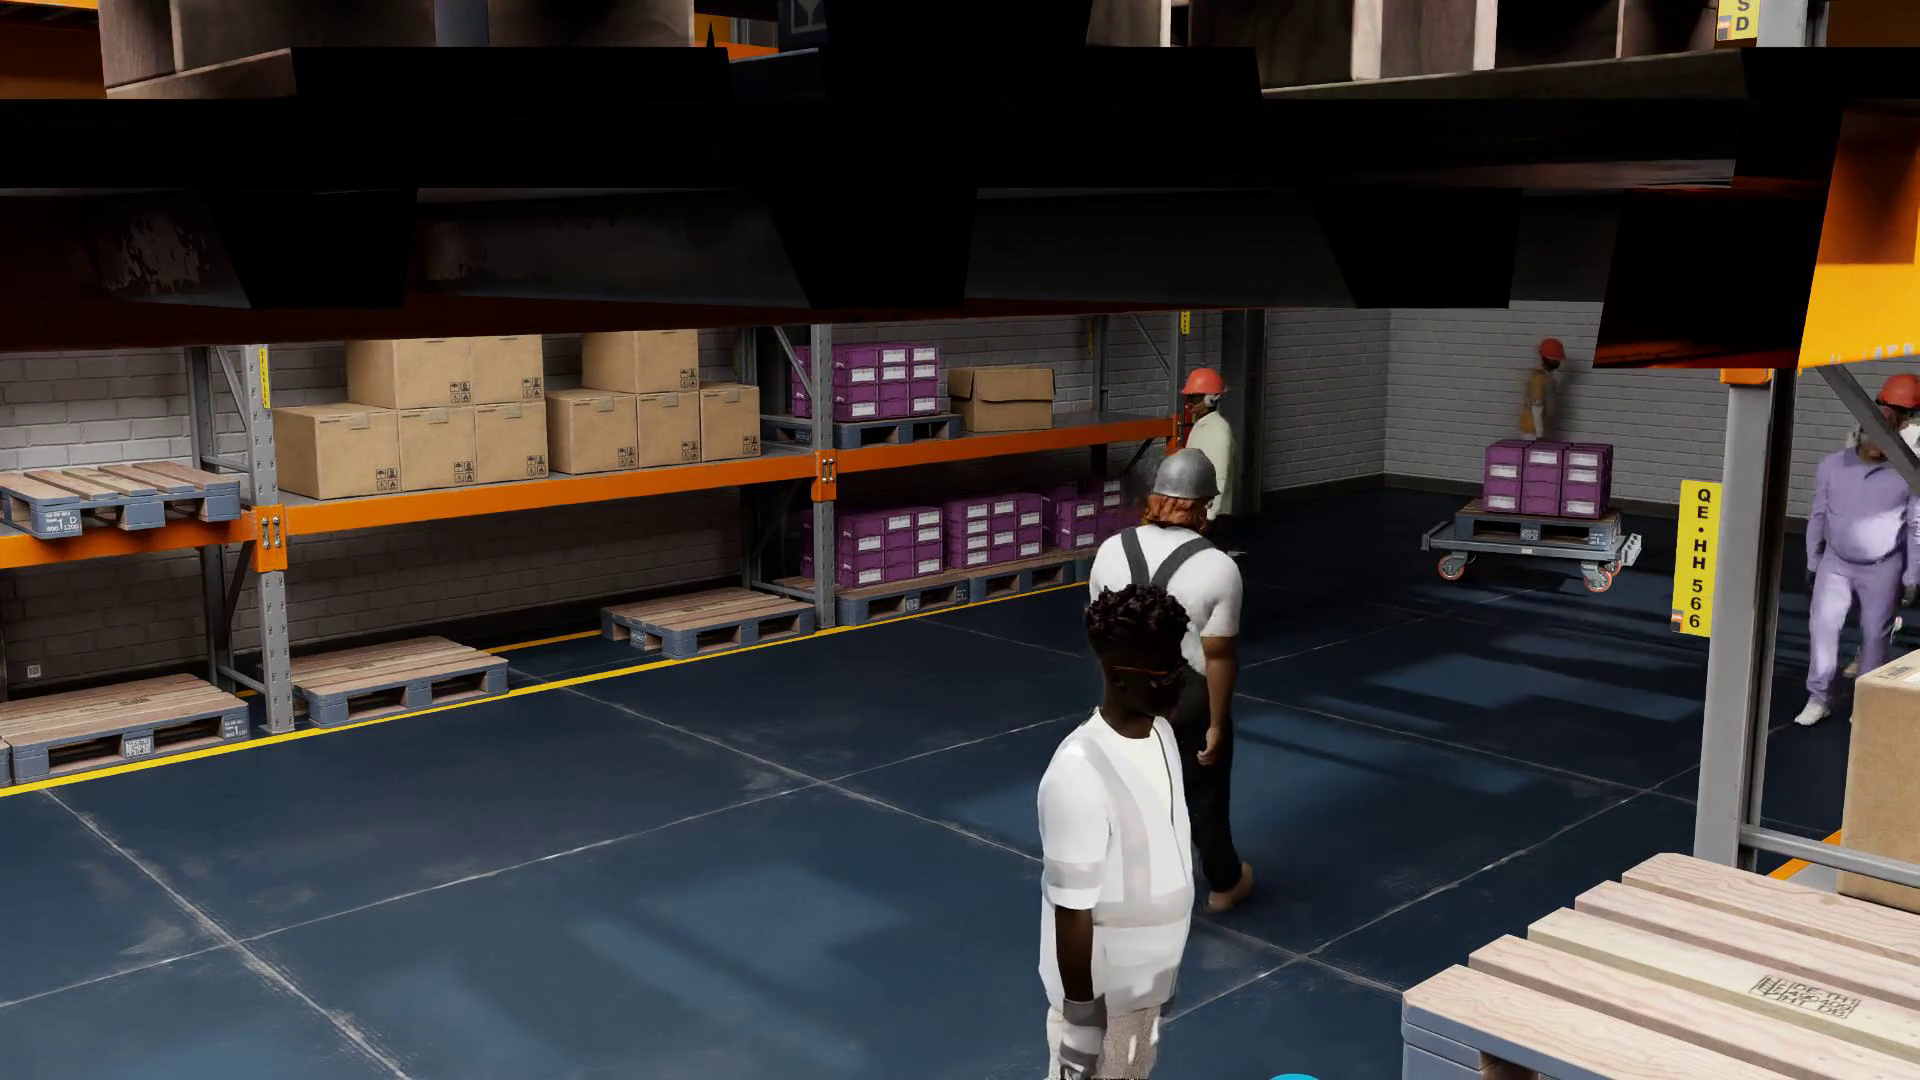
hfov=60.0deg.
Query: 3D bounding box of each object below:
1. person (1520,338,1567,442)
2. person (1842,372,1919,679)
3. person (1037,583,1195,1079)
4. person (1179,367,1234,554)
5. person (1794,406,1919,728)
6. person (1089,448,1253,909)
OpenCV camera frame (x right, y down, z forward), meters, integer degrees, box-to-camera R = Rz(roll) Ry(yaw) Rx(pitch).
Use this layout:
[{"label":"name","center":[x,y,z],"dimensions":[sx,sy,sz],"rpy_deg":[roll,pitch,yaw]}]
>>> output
[{"label":"person","center":[6.070,-1.176,17.451],"dimensions":[0.561,1.890,0.560],"rpy_deg":[7,12,35]},{"label":"person","center":[6.042,-0.094,10.800],"dimensions":[0.638,2.009,0.612],"rpy_deg":[-7,12,-35]},{"label":"person","center":[0.390,1.066,4.118],"dimensions":[0.369,1.965,0.609],"rpy_deg":[5,11,25]},{"label":"person","center":[1.668,-0.209,11.552],"dimensions":[0.444,1.994,0.614],"rpy_deg":[-2,10,-13]},{"label":"person","center":[5.179,0.175,9.566],"dimensions":[0.666,1.879,0.746],"rpy_deg":[8,13,40]},{"label":"person","center":[0.847,0.587,6.705],"dimensions":[0.688,2.000,1.015],"rpy_deg":[7,12,34]}]
